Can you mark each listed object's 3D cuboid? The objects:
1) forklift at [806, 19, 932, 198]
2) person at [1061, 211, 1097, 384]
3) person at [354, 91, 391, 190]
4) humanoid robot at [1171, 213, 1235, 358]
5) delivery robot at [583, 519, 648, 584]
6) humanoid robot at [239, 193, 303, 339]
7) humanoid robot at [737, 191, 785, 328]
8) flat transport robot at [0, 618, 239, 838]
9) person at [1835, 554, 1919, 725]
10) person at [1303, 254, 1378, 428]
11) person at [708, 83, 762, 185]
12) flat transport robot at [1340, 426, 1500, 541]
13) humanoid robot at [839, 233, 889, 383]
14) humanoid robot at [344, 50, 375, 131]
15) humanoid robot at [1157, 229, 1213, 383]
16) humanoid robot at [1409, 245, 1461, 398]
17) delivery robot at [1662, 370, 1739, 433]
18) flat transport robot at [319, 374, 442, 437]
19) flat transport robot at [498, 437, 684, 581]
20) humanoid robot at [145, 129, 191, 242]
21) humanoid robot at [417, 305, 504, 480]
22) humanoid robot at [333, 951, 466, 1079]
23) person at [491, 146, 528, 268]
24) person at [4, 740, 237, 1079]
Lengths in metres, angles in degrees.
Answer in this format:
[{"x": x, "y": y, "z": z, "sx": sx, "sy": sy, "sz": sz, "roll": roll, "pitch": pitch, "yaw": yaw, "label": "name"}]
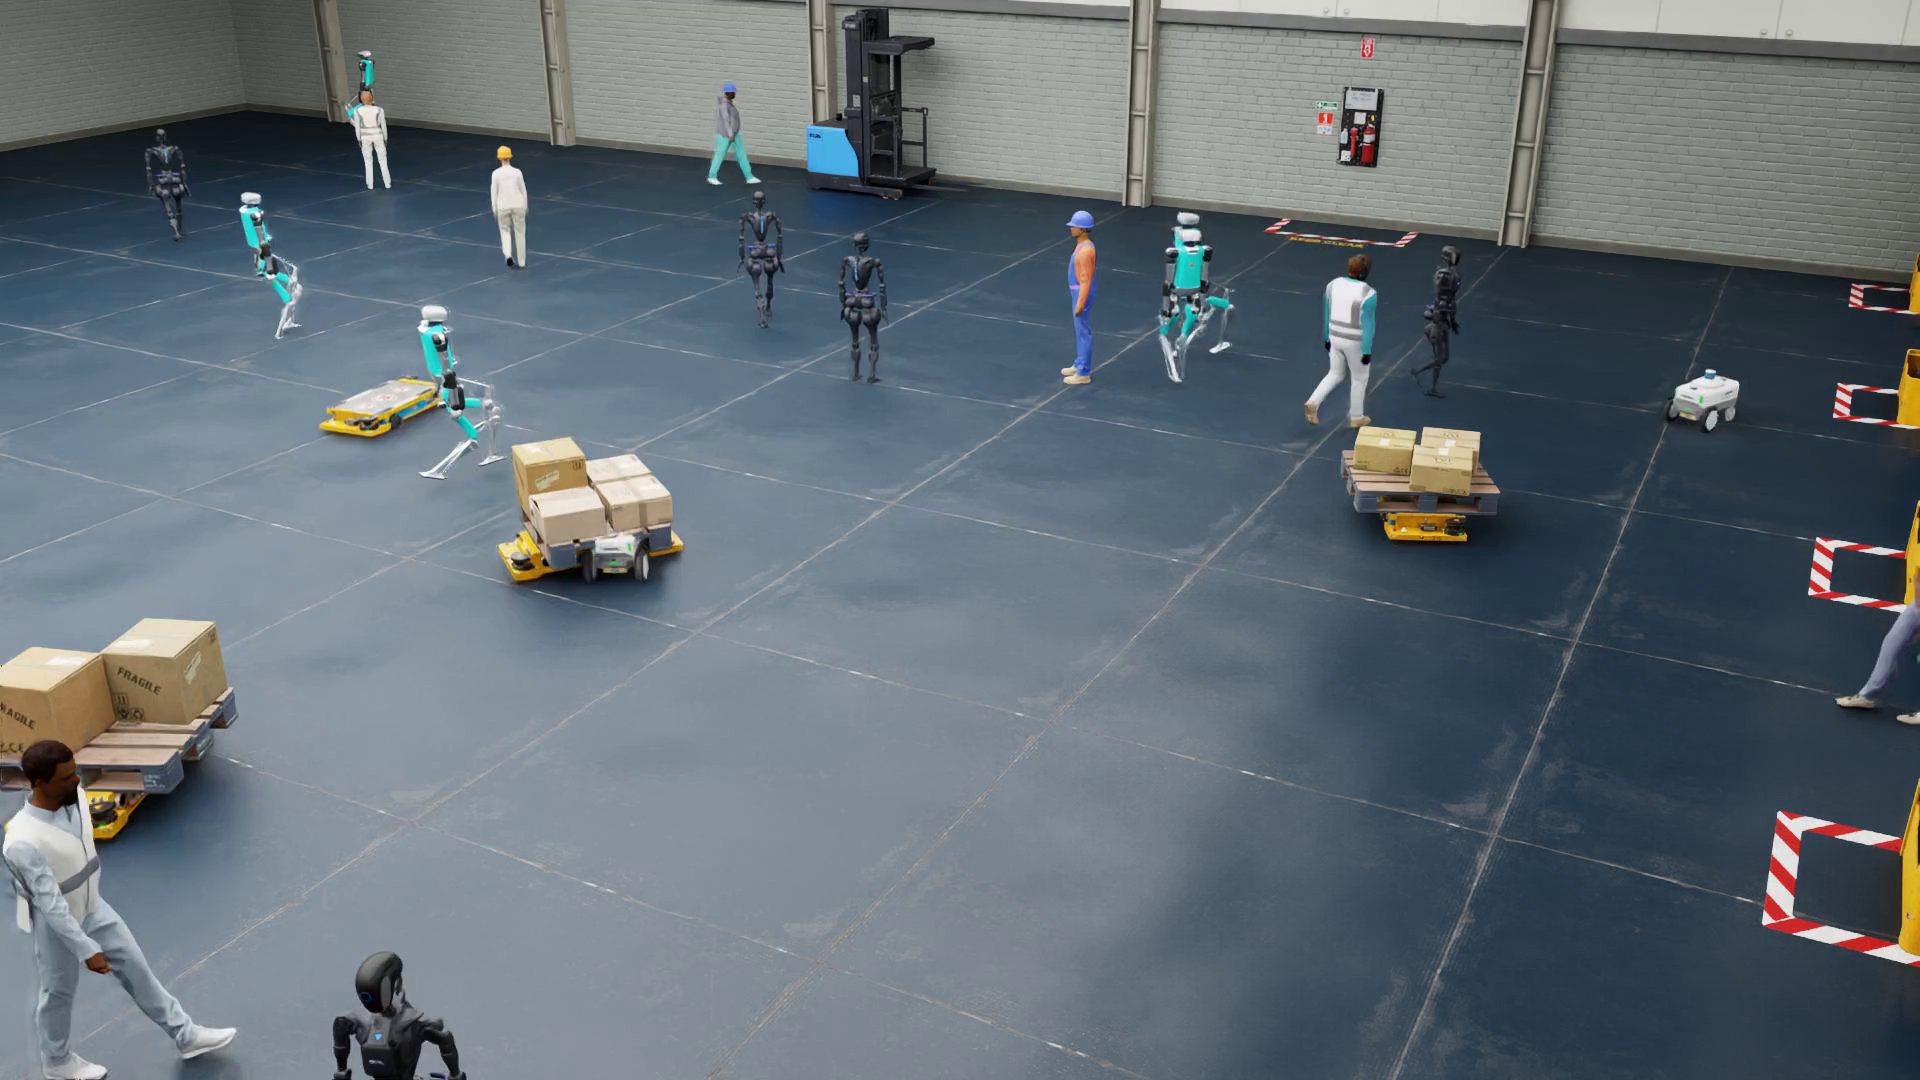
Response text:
[{"x": -1.573, "y": -7.292, "z": 27.850, "sx": 1.873, "sy": 2.768, "sz": 1.129, "roll": 12, "pitch": 26, "yaw": 25, "label": "forklift"}, {"x": 1.327, "y": -2.672, "z": 18.306, "sx": 0.363, "sy": 1.910, "sz": 0.511, "roll": 0, "pitch": 23, "yaw": 1, "label": "person"}, {"x": -9.967, "y": -6.779, "z": 28.220, "sx": 0.509, "sy": 1.629, "sz": 0.314, "roll": -7, "pitch": 24, "yaw": -16, "label": "person"}, {"x": 2.852, "y": -2.907, "z": 19.121, "sx": 1.039, "sy": 1.756, "sz": 0.553, "roll": -9, "pitch": 25, "yaw": -20, "label": "humanoid robot"}, {"x": -2.818, "y": 0.025, "z": 13.753, "sx": 0.499, "sy": 0.603, "sz": 0.803, "roll": 0, "pitch": 23, "yaw": -1, "label": "delivery robot"}, {"x": -8.205, "y": -3.302, "z": 20.015, "sx": 0.824, "sy": 1.794, "sz": 0.541, "roll": -18, "pitch": 29, "yaw": -35, "label": "humanoid robot"}, {"x": -2.480, "y": -3.503, "z": 20.582, "sx": 0.594, "sy": 1.625, "sz": 0.755, "roll": -8, "pitch": 24, "yaw": -18, "label": "humanoid robot"}, {"x": -5.459, "y": 1.463, "z": 10.758, "sx": 0.659, "sy": 0.231, "sz": 1.431, "roll": 1, "pitch": 23, "yaw": 2, "label": "flat transport robot"}, {"x": 6.425, "y": 0.477, "z": 11.210, "sx": 0.746, "sy": 1.714, "sz": 0.585, "roll": 4, "pitch": 24, "yaw": 9, "label": "person"}, {"x": 3.896, "y": -1.984, "z": 16.826, "sx": 0.732, "sy": 1.821, "sz": 0.641, "roll": -16, "pitch": 28, "yaw": -32, "label": "person"}, {"x": -3.940, "y": -6.936, "z": 28.461, "sx": 0.936, "sy": 1.723, "sz": 0.526, "roll": 8, "pitch": 24, "yaw": 17, "label": "person"}, {"x": 4.084, "y": -0.338, "z": 14.949, "sx": 0.659, "sy": 0.231, "sz": 1.431, "roll": 1, "pitch": 23, "yaw": 3, "label": "flat transport robot"}, {"x": -1.076, "y": -2.546, "z": 18.313, "sx": 0.605, "sy": 1.655, "sz": 0.363, "roll": 8, "pitch": 25, "yaw": 19, "label": "humanoid robot"}, {"x": -11.631, "y": -8.592, "z": 32.137, "sx": 0.735, "sy": 1.677, "sz": 0.533, "roll": 1, "pitch": 23, "yaw": 3, "label": "humanoid robot"}, {"x": 2.390, "y": -2.528, "z": 18.312, "sx": 0.541, "sy": 1.889, "sz": 0.710, "roll": -7, "pitch": 24, "yaw": -16, "label": "humanoid robot"}, {"x": 5.120, "y": -2.370, "z": 17.900, "sx": 0.476, "sy": 1.638, "sz": 0.588, "roll": 16, "pitch": 28, "yaw": 32, "label": "humanoid robot"}, {"x": 7.691, "y": -1.448, "z": 17.190, "sx": 0.797, "sy": 0.608, "sz": 0.499, "roll": -16, "pitch": 28, "yaw": -32, "label": "delivery robot"}, {"x": -5.983, "y": -1.412, "z": 17.450, "sx": 0.659, "sy": 0.231, "sz": 1.431, "roll": 8, "pitch": 25, "yaw": 19, "label": "flat transport robot"}, {"x": -3.109, "y": 0.043, "z": 14.062, "sx": 1.431, "sy": 0.231, "sz": 0.659, "roll": -11, "pitch": 26, "yaw": -24, "label": "flat transport robot"}, {"x": -11.812, "y": -5.296, "z": 24.756, "sx": 0.588, "sy": 1.627, "sz": 0.761, "roll": -17, "pitch": 29, "yaw": -35, "label": "humanoid robot"}, {"x": -4.607, "y": -1.368, "z": 15.537, "sx": 1.072, "sy": 1.744, "sz": 0.558, "roll": -15, "pitch": 27, "yaw": -31, "label": "humanoid robot"}, {"x": -2.239, "y": 2.416, "z": 6.792, "sx": 0.600, "sy": 1.656, "sz": 0.605, "roll": 3, "pitch": 23, "yaw": 6, "label": "humanoid robot"}, {"x": -6.247, "y": -4.617, "z": 23.111, "sx": 0.475, "sy": 1.685, "sz": 0.373, "roll": -7, "pitch": 24, "yaw": -16, "label": "person"}, {"x": -4.116, "y": 1.807, "z": 7.923, "sx": 0.949, "sy": 1.873, "sz": 0.603, "roll": 1, "pitch": 23, "yaw": 2, "label": "person"}]
